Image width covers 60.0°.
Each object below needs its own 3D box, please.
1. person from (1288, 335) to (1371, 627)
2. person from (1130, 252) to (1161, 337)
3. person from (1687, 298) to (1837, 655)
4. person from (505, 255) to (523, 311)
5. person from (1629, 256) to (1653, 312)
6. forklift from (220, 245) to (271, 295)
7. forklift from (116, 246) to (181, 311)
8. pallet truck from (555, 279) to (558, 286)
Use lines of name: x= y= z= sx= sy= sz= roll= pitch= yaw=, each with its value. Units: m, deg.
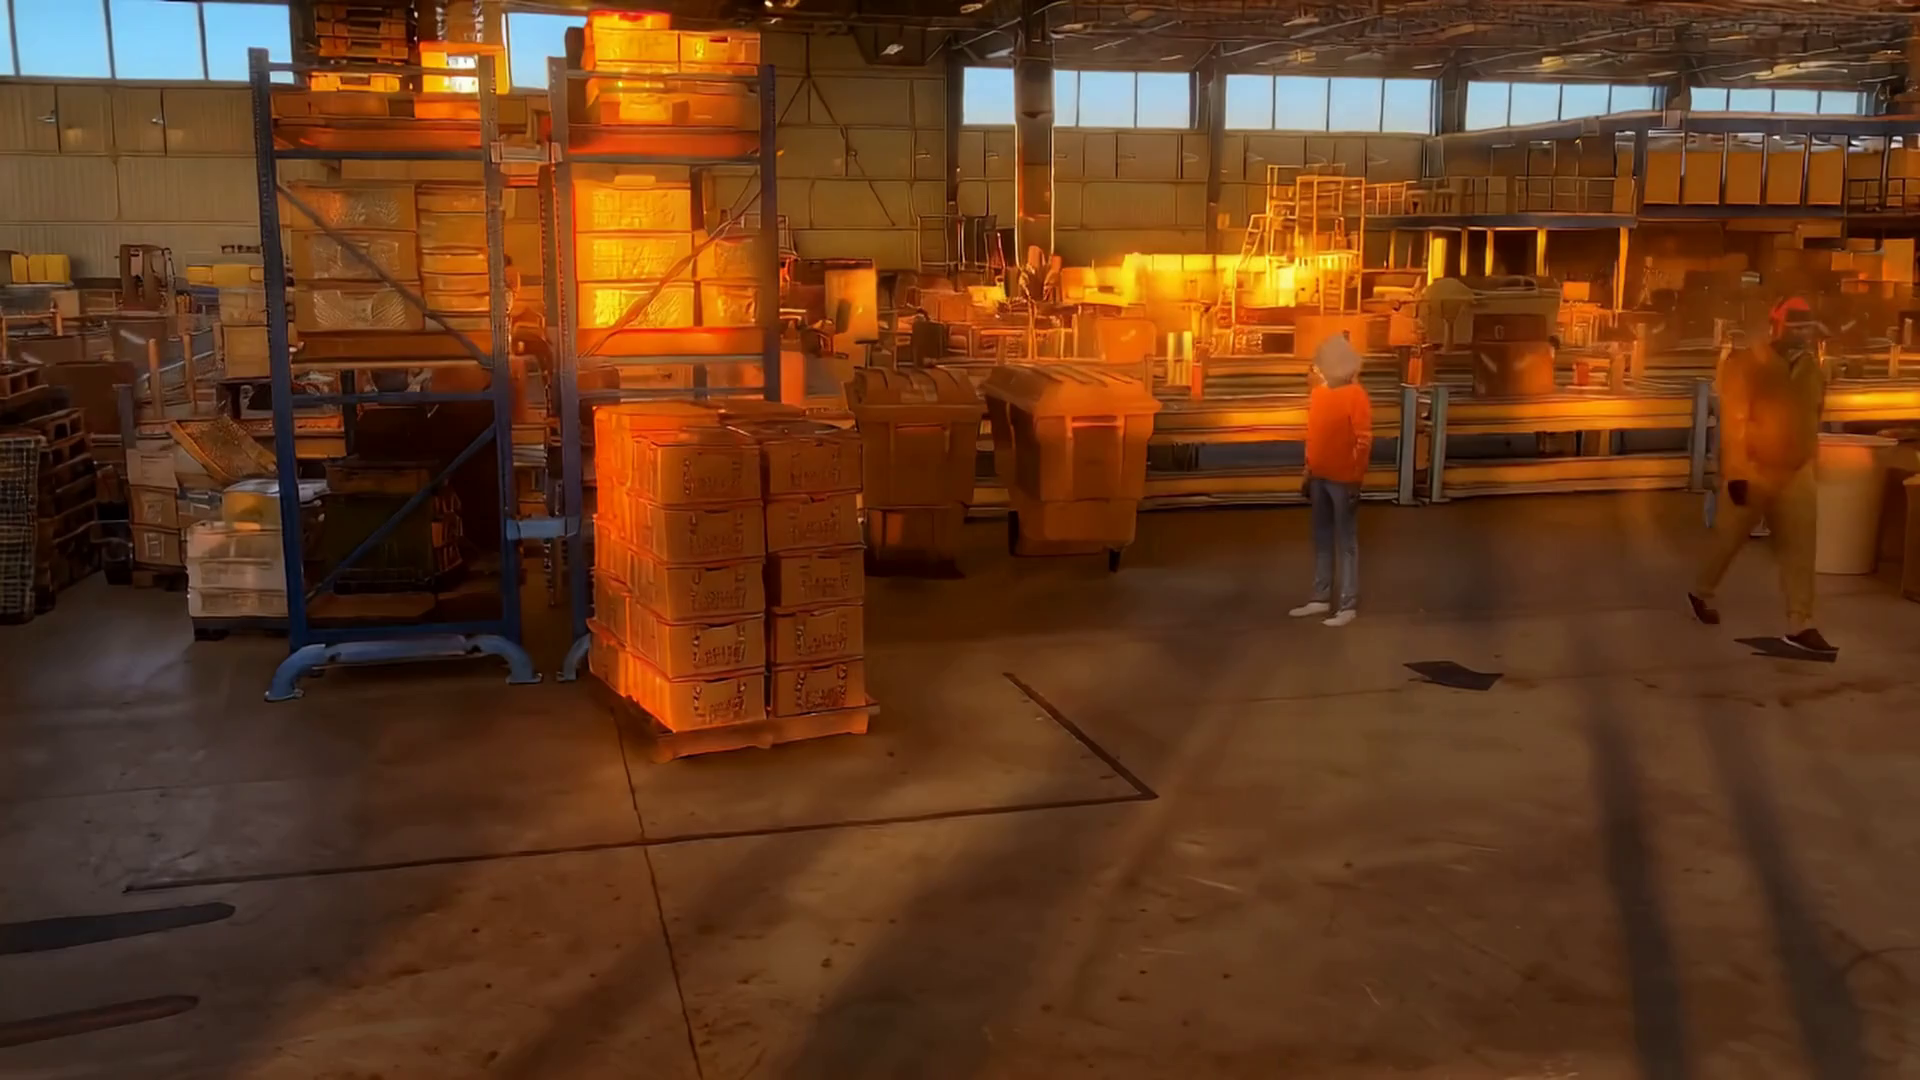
person: x=2.101 y=-0.331 z=9.361 sx=0.286 sy=1.632 sz=0.501 roll=-4 pitch=11 yaw=-24
person: x=4.227 y=-5.712 z=38.862 sx=1.074 sy=1.991 sz=0.621 roll=4 pitch=11 yaw=23
person: x=4.358 y=-0.379 z=9.004 sx=0.642 sy=1.863 sz=0.996 roll=-1 pitch=10 yaw=-6
person: x=-11.851 y=-6.555 z=43.866 sx=0.684 sy=1.890 sz=0.426 roll=-6 pitch=12 yaw=-30
person: x=20.562 y=-7.565 z=49.768 sx=1.013 sy=1.818 sz=0.611 roll=5 pitch=11 yaw=28
forklift: x=-17.749 y=-6.334 z=41.440 sx=1.157 sy=1.987 sz=2.680 roll=-3 pitch=10 yaw=-17
forklift: x=-19.966 y=-6.232 z=40.894 sx=1.157 sy=1.987 sz=2.680 roll=-3 pitch=10 yaw=-15
pallet truck: x=-10.604 y=-6.375 z=44.520 sx=0.653 sy=1.274 sz=1.630 roll=-3 pitch=10 yaw=-15
